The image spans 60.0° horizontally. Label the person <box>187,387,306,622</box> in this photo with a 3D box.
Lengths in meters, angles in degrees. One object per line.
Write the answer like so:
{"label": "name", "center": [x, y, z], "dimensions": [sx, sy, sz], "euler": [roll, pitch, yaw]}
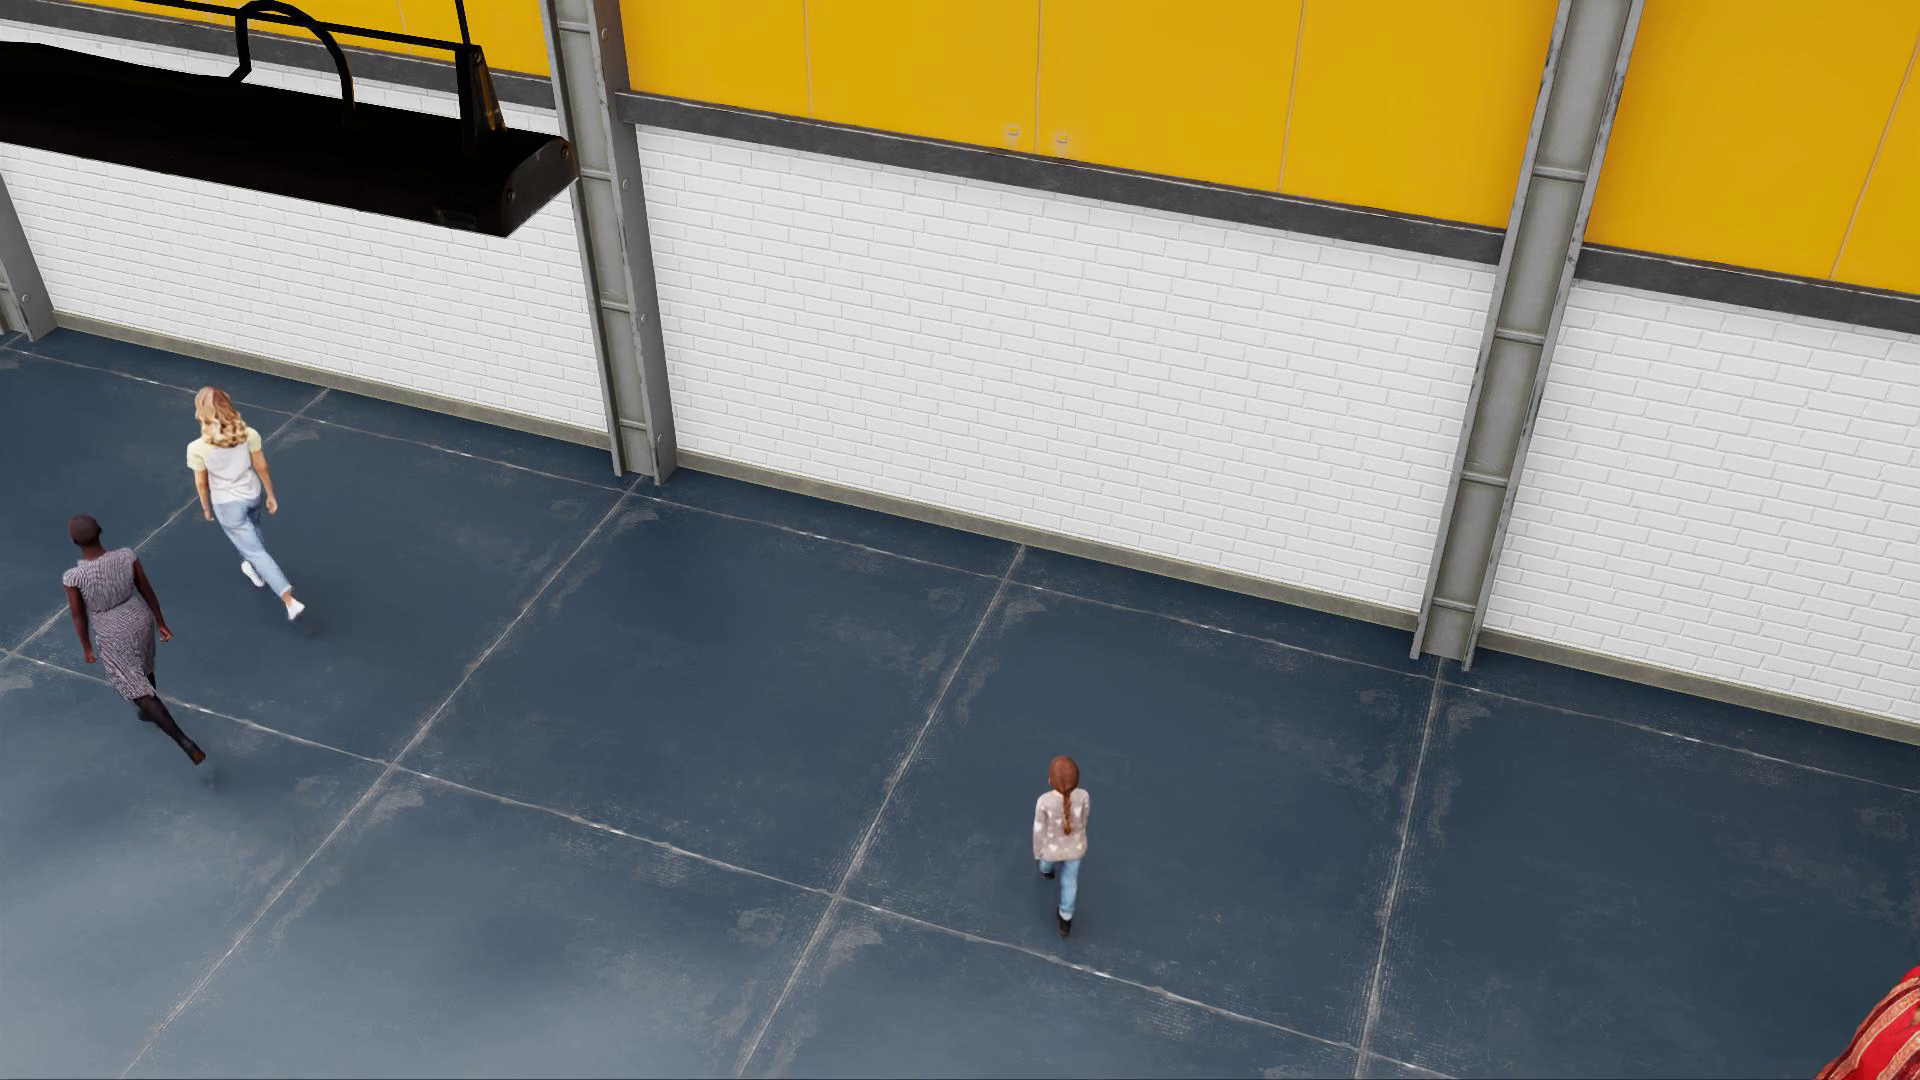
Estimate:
{"label": "person", "center": [-4.702, -0.194, 10.963], "dimensions": [1.230, 1.686, 0.924], "euler": [31, 48, 32]}

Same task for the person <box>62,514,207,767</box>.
{"label": "person", "center": [-4.905, 0.635, 9.868], "dimensions": [1.225, 1.757, 0.920], "euler": [29, 47, 31]}

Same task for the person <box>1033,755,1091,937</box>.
{"label": "person", "center": [0.568, 1.681, 9.032], "dimensions": [0.805, 1.165, 0.733], "euler": [-3, 39, -3]}
